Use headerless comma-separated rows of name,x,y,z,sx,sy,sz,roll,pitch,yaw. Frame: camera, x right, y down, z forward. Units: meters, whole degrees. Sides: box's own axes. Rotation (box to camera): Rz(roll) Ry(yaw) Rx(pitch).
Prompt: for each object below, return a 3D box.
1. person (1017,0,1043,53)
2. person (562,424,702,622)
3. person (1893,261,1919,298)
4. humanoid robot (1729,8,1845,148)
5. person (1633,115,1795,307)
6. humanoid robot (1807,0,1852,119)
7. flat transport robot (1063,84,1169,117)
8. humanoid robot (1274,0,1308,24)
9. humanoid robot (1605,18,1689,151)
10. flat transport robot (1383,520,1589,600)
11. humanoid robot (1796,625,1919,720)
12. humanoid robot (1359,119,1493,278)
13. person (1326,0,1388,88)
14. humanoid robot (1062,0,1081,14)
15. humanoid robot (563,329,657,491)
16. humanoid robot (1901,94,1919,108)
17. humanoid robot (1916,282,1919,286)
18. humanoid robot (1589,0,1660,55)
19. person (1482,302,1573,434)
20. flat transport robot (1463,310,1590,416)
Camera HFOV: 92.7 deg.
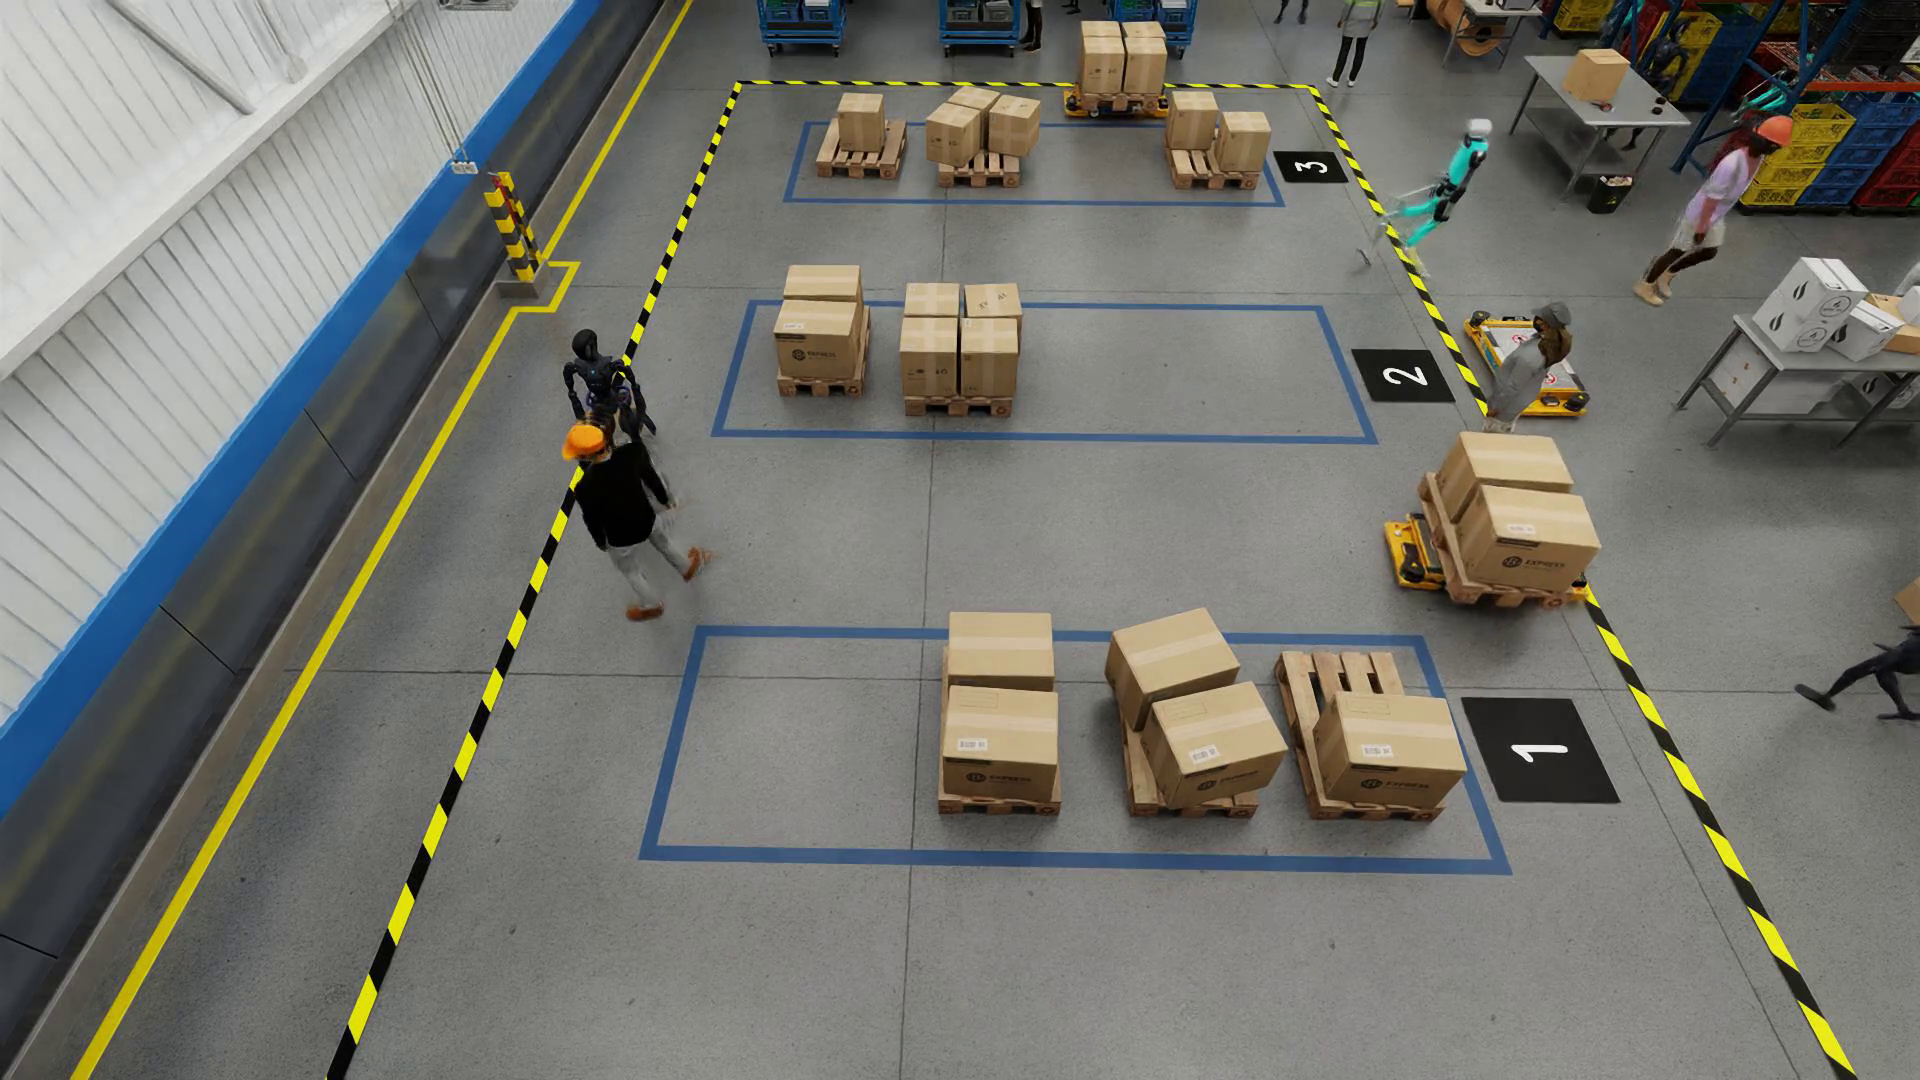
person,1.086,-8.348,13.638,0.363,1.961,0.611,-14,51,-12
person,-2.326,-0.192,6.660,0.377,1.849,0.820,24,53,20
person,10.127,-3.090,9.098,0.403,1.947,0.604,-7,50,-6
humanoid robot,10.157,-5.647,11.401,0.716,1.724,0.532,-2,49,-2
person,7.521,-3.251,9.188,0.622,2.021,0.469,-20,52,-16
humanoid robot,11.336,-6.111,11.763,0.735,1.677,0.533,16,51,13
flat transport robot,2.189,-6.201,12.882,1.431,0.197,0.652,1,49,1
humanoid robot,5.443,-9.037,14.426,0.588,1.631,0.380,14,51,12
humanoid robot,8.665,-5.662,11.532,0.772,1.628,0.601,-24,53,-19
flat transport robot,4.247,0.121,7.410,1.431,0.197,0.652,4,49,4
humanoid robot,6.364,0.710,5.998,0.600,1.640,0.591,-25,54,-20
humanoid robot,4.809,-3.563,9.685,1.024,1.783,0.531,9,50,8
person,5.603,-7.326,12.827,0.587,1.853,0.376,1,49,1
humanoid robot,1.855,-9.420,14.746,0.315,1.655,0.599,-7,49,-6
humanoid robot,-2.819,-1.021,7.477,0.599,1.654,0.315,-6,49,-5
humanoid robot,12.177,-5.600,11.442,1.069,1.760,0.555,-8,50,-7
humanoid robot,10.567,-3.349,9.396,0.532,1.690,0.737,4,49,4
humanoid robot,9.971,-8.025,13.560,0.832,1.859,0.544,0,49,0
person,4.559,-1.185,7.567,0.564,1.766,0.397,-35,58,-26
flat transport robot,5.573,-1.757,9.054,0.659,0.231,1.431,1,49,1
